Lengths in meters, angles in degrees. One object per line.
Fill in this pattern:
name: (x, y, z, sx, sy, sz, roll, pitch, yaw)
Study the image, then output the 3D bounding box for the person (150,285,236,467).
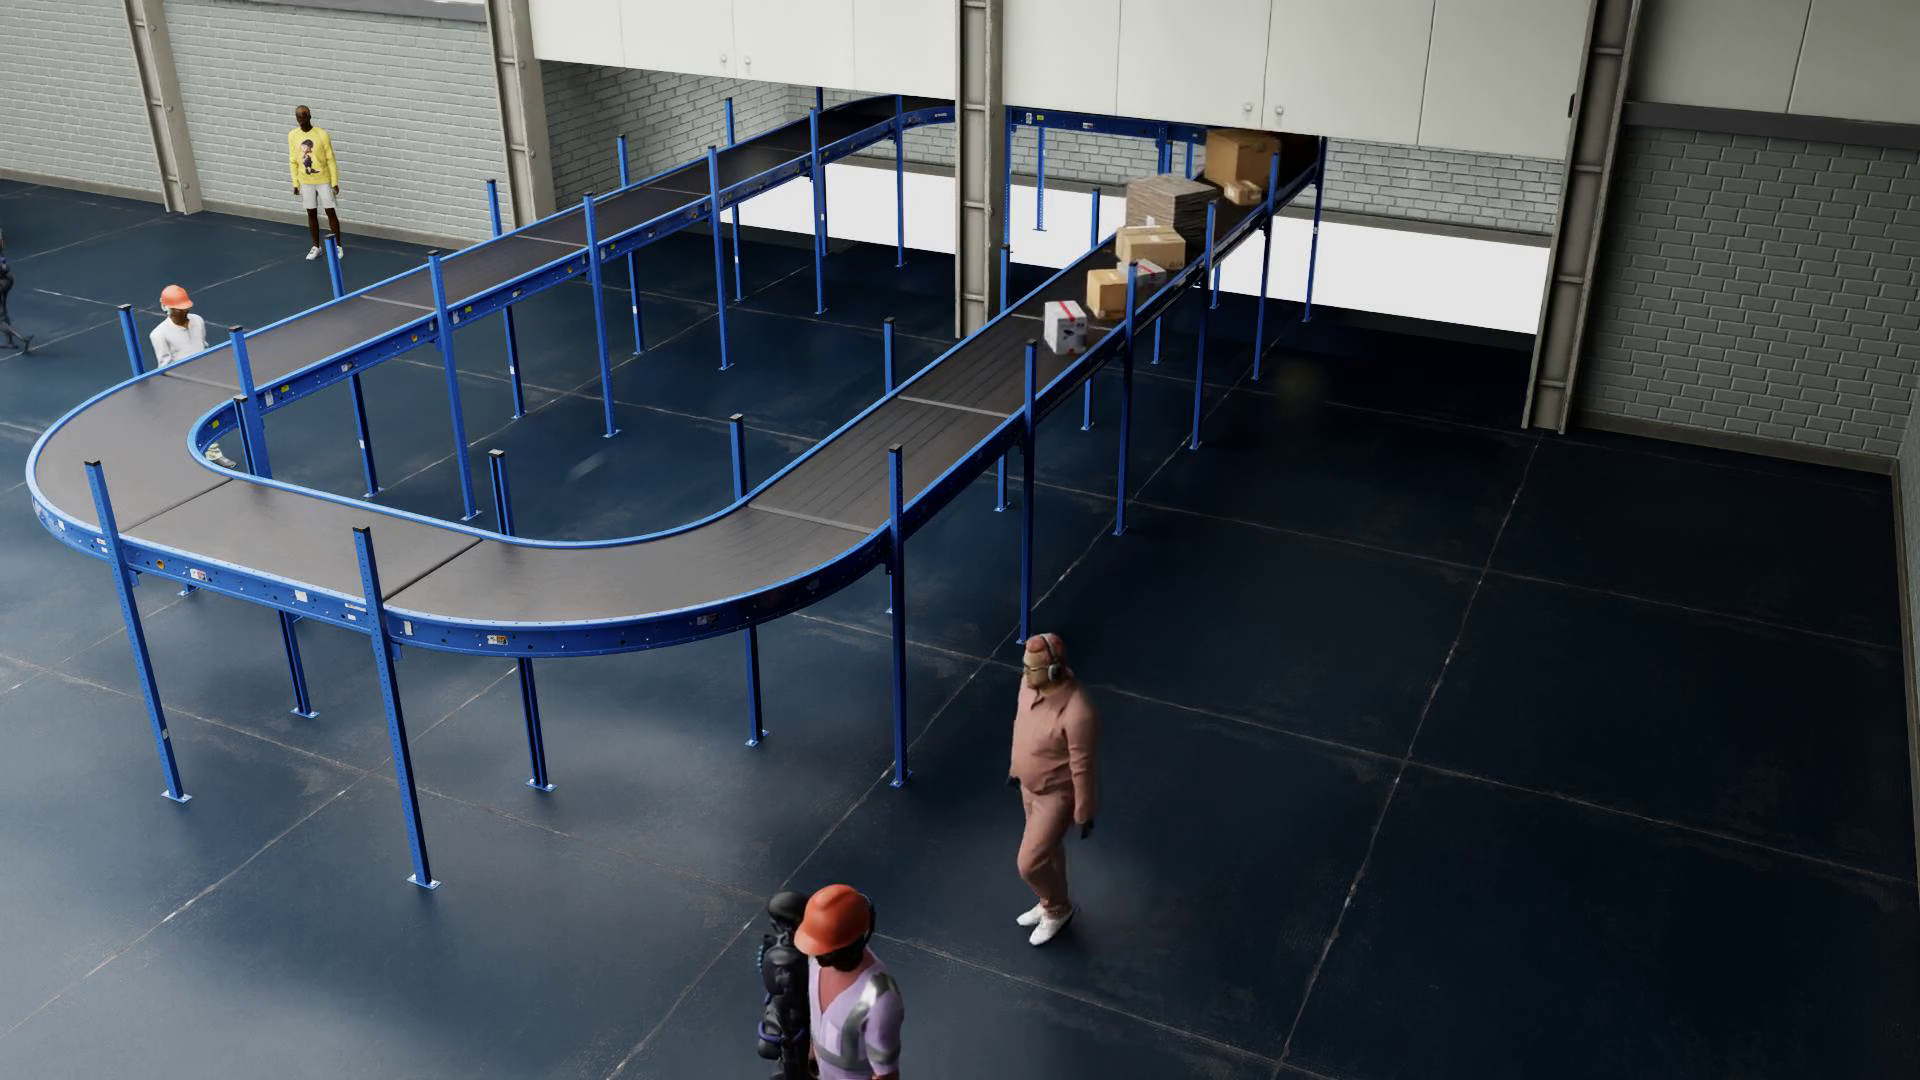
person: (-6.740, -1.397, 14.620, 0.335, 1.749, 0.573, 9, 28, 18)

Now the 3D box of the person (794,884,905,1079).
person: (-0.474, 2.261, 6.946, 0.408, 2.028, 0.618, -17, 31, -30)

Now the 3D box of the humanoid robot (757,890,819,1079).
humanoid robot: (-0.721, 2.232, 7.382, 0.312, 1.650, 0.612, 1, 26, 3)

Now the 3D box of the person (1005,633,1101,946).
person: (0.439, 1.345, 8.942, 0.489, 1.886, 0.679, -11, 29, -22)

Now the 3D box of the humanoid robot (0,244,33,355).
humanoid robot: (-10.112, -2.767, 17.475, 0.553, 1.636, 0.589, 4, 27, 9)

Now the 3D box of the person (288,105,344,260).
person: (-7.955, -4.416, 20.542, 0.555, 1.897, 0.357, -2, 26, -4)

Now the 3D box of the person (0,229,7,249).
person: (-12.408, -4.587, 20.844, 0.634, 1.936, 0.351, -16, 31, -29)
